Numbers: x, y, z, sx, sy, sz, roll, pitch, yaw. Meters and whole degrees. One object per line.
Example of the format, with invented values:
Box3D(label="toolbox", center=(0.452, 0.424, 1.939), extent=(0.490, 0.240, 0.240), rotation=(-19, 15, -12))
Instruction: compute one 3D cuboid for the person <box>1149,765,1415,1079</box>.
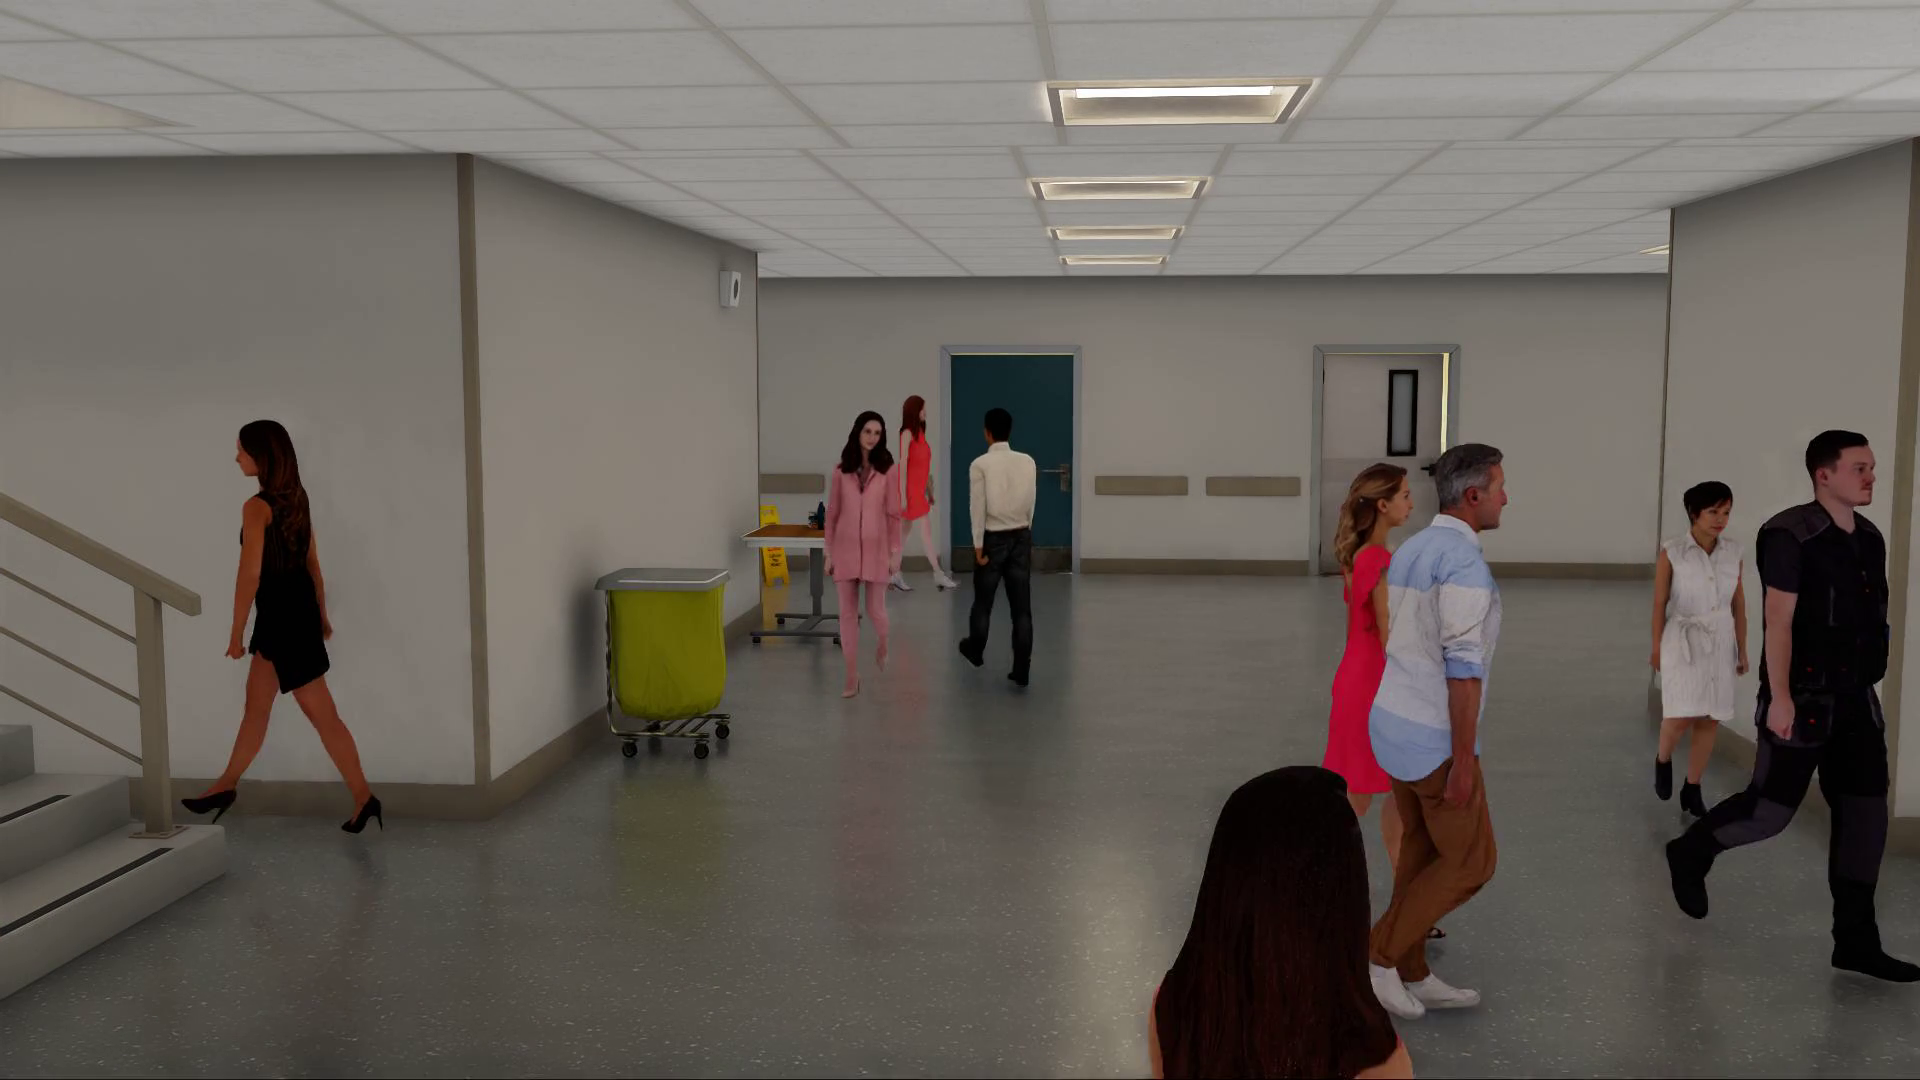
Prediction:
Box3D(label="person", center=(0.334, 1.068, 2.032), extent=(1.051, 1.522, 1.015), rotation=(5, 8, 40))

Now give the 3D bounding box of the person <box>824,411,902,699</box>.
Box3D(label="person", center=(-0.586, 0.090, 10.469), extent=(0.780, 1.780, 0.720), rotation=(1, 6, 11))

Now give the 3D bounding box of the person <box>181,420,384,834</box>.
Box3D(label="person", center=(-2.751, 0.432, 7.052), extent=(1.120, 1.784, 0.604), rotation=(1, 6, 9))

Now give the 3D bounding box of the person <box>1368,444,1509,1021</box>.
Box3D(label="person", center=(1.380, 0.613, 5.149), extent=(0.832, 1.805, 0.803), rotation=(-1, 6, -10))

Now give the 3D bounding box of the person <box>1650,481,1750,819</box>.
Box3D(label="person", center=(3.359, 0.496, 7.642), extent=(0.613, 1.537, 0.634), rotation=(0, 6, 0))

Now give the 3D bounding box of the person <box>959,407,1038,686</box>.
Box3D(label="person", center=(0.329, 0.080, 10.715), extent=(1.211, 1.752, 1.047), rotation=(-2, 6, -19))

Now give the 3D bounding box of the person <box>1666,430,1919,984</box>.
Box3D(label="person", center=(2.863, 0.545, 5.731), extent=(1.222, 1.824, 1.170), rotation=(-3, 6, -25))

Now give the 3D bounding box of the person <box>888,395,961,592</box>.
Box3D(label="person", center=(-0.525, -0.402, 15.247), extent=(0.957, 1.803, 0.689), rotation=(1, 6, 12))
